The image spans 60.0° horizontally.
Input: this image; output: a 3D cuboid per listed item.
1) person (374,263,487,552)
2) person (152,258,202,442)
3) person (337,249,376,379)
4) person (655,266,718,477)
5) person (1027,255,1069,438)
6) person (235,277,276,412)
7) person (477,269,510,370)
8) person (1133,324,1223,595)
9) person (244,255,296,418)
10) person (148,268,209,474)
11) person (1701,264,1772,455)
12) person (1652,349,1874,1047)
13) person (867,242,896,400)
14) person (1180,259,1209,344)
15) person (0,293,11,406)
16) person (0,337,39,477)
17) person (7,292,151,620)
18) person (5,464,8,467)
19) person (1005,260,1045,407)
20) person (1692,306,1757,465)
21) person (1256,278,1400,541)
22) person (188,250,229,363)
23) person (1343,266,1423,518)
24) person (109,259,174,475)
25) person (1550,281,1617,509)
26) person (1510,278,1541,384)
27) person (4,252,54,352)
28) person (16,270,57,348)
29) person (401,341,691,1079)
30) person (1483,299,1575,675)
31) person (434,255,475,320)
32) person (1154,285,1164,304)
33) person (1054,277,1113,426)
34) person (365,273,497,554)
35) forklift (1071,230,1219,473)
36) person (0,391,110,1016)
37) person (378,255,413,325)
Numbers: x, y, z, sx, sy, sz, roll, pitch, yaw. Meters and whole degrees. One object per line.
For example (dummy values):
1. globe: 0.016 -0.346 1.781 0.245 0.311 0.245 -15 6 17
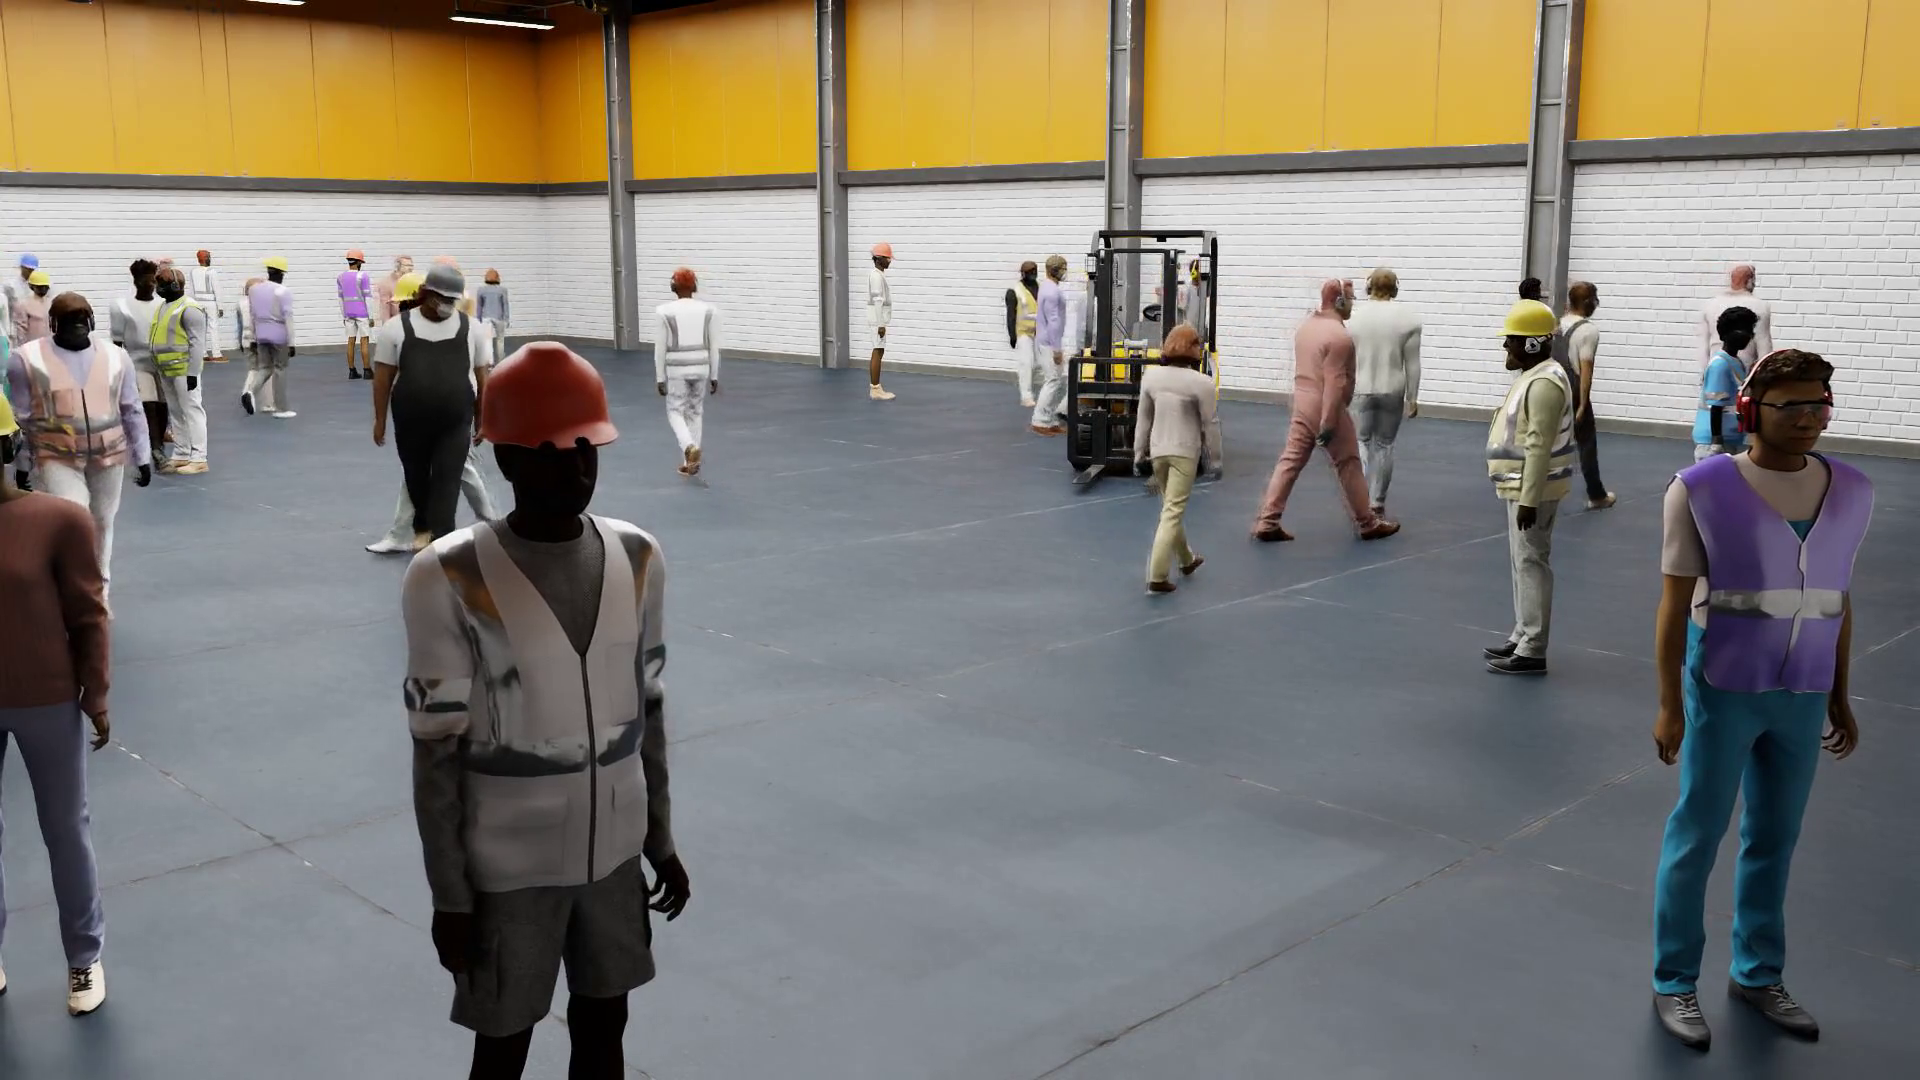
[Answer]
1. person: -3.460 -0.875 10.913 0.730 2.000 1.039 -3 11 -17
2. person: -8.146 -1.945 17.145 0.496 1.895 0.639 4 11 19
3. person: -8.929 -3.343 24.674 0.542 1.931 0.366 3 11 15
4. person: -2.364 -1.447 14.523 0.582 1.865 0.666 -5 12 -26
5. person: 0.952 -2.049 17.687 0.558 1.927 0.660 0 10 -2
6. person: -8.452 -2.336 20.010 0.538 1.626 0.406 2 11 12
7. person: -7.477 -3.537 26.659 0.515 1.582 0.847 -1 10 -7
8. person: 1.365 -0.497 10.029 0.528 1.596 0.808 9 14 40
9. person: -8.006 -2.337 19.282 0.633 1.895 0.640 3 11 16
10. person: -7.027 -1.514 14.942 0.621 1.845 0.429 8 13 38
11. person: 6.976 -1.546 15.016 0.799 1.880 0.653 -6 12 -30
12. person: 2.106 0.413 4.423 0.574 1.843 0.375 -2 11 -10
13. person: -1.025 -2.838 21.613 0.376 2.043 0.605 -1 10 -6
14. person: 2.827 -2.397 19.725 0.527 1.852 0.564 7 12 32
15. person: -11.768 -2.432 20.152 0.317 1.769 0.522 5 12 27
16. person: -8.380 -1.431 14.380 0.765 1.888 0.647 -3 11 -15
17. person: -4.717 -0.417 9.006 0.661 1.818 0.728 -9 14 -41
18. person: -8.940 -1.601 14.996 0.387 1.992 0.626 1 10 7
19. person: 0.874 -2.582 20.817 0.643 1.821 0.450 -6 12 -31
20. person: 4.788 -0.621 10.468 0.321 1.696 0.537 7 12 33
21. person: 2.546 -0.891 11.559 1.048 1.844 0.636 -4 11 -19
22. person: -12.615 -3.909 27.893 0.574 1.883 0.355 3 11 16
23. person: 3.107 -1.079 12.411 0.633 1.910 0.627 3 11 15
24. person: -7.325 -1.577 15.084 0.627 1.925 0.913 -10 15 -44
25. person: 4.690 -1.084 12.773 0.997 1.791 0.503 -6 12 -31
26. person: 5.952 -1.919 17.565 0.320 1.694 0.531 4 11 20
27. person: -12.277 -2.835 21.979 0.637 1.911 0.522 -3 11 -17
28. person: -10.323 -2.168 18.765 0.405 1.746 0.521 6 12 29
29. person: -0.764 0.592 3.194 0.543 1.939 0.362 -10 14 -42
30. person: 2.774 -0.255 8.140 0.403 1.825 0.592 2 11 13
31. person: -5.378 -2.012 17.428 0.597 1.919 0.706 -5 12 -27
32. person: 2.150 -1.871 17.474 0.496 1.617 0.532 5 12 28
33. person: 1.462 -2.171 18.716 0.950 1.783 0.574 -2 11 -13
34. person: -3.556 -0.848 11.232 0.604 1.892 0.969 9 14 40
35. forklift: 1.804 -1.825 15.677 1.214 2.155 2.313 2 11 13
36. person: -2.570 0.444 4.472 0.530 1.767 0.328 -3 11 -14
37. person: -7.315 -2.819 21.993 0.654 1.861 0.962 -7 13 -35
